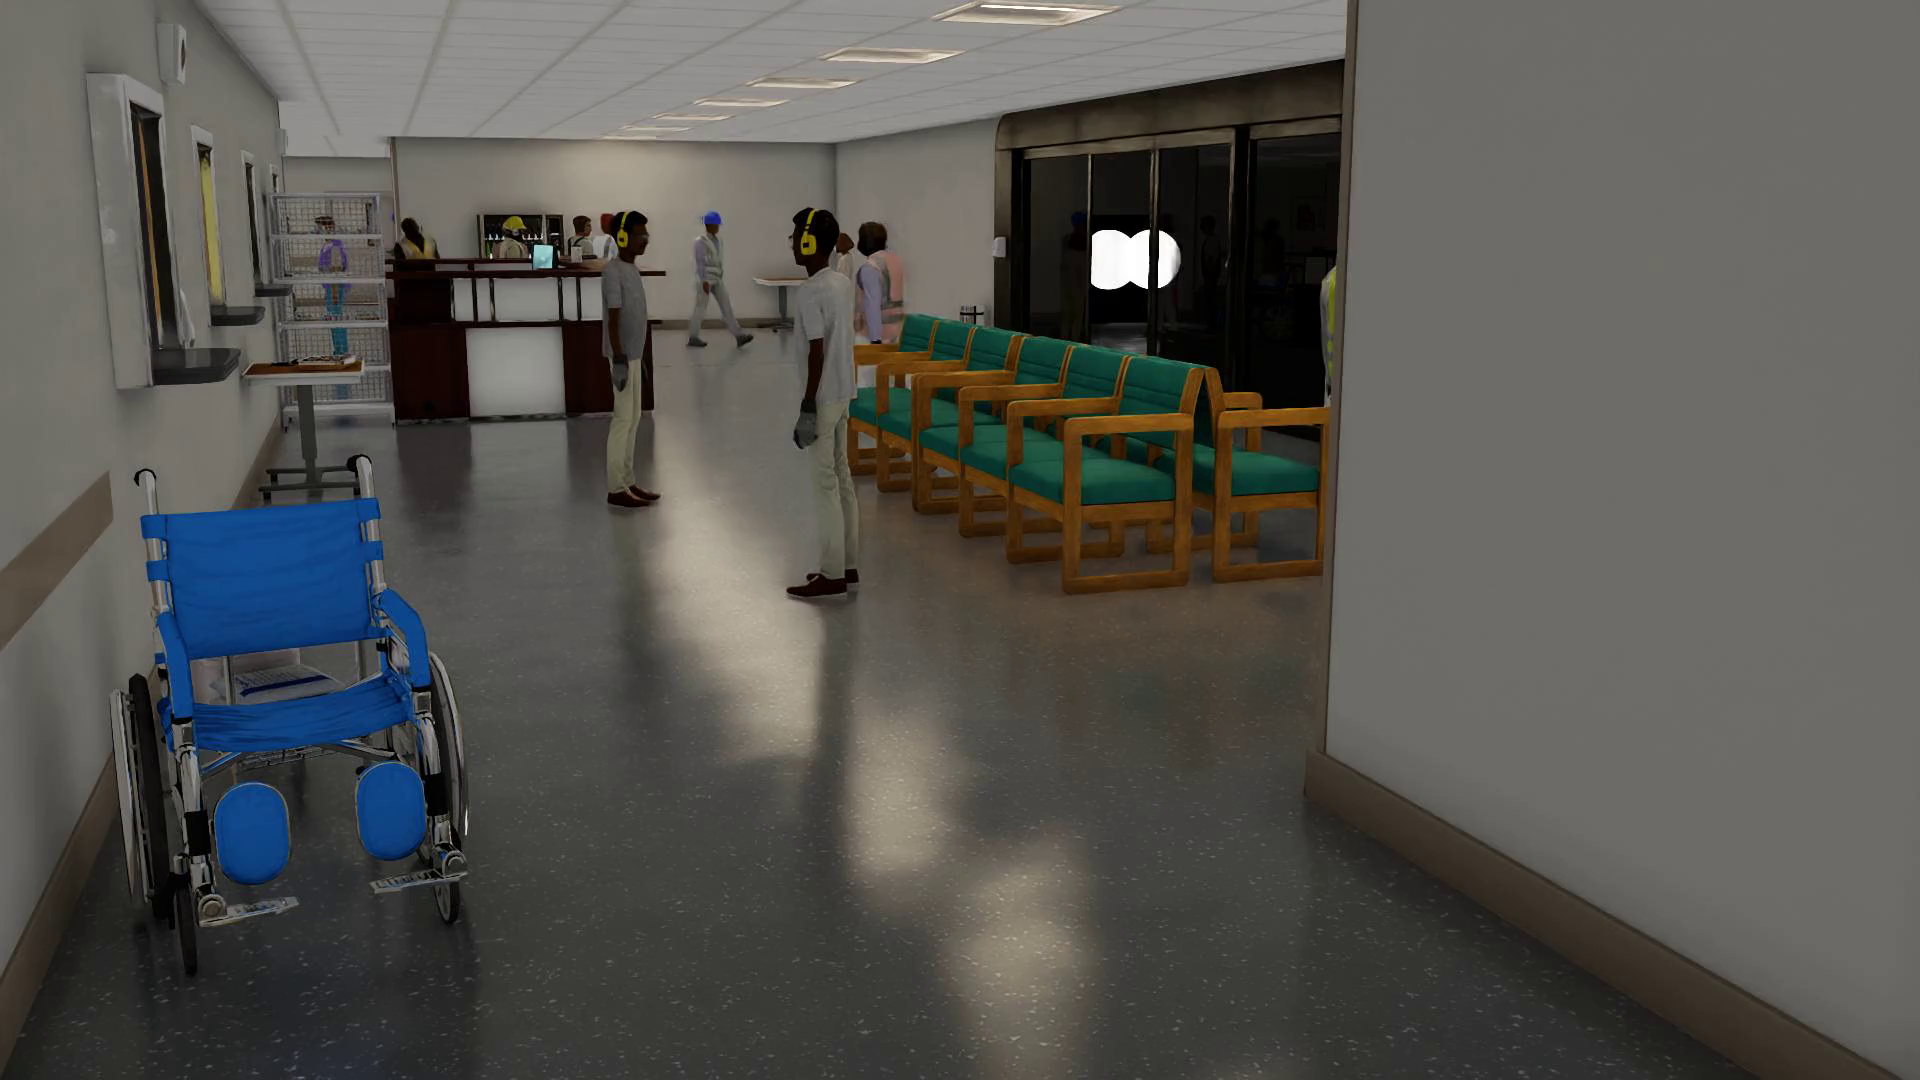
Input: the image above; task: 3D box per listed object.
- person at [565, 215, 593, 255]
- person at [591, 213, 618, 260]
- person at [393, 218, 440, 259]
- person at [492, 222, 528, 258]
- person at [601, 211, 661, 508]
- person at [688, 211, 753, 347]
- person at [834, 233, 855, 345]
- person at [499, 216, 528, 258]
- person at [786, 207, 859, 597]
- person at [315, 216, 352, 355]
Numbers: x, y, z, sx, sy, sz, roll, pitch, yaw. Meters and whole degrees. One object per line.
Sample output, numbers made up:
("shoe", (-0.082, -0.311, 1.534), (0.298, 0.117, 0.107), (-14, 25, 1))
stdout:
("person", (-4.948, -3.319, 21.782), (0.517, 1.840, 0.326), (9, 14, 38))
("person", (-4.715, -3.473, 22.508), (0.533, 1.874, 0.608), (-10, 15, -42))
("person", (-7.533, -3.570, 23.180), (0.444, 1.808, 0.681), (10, 15, 43))
("person", (-6.519, -3.750, 24.192), (0.524, 1.769, 0.314), (-2, 11, -10))
("person", (-2.106, -1.145, 10.575), (0.311, 1.864, 0.533), (1, 11, 5))
("person", (-3.416, -3.636, 23.291), (0.977, 1.883, 0.639), (6, 13, 29))
("person", (-1.464, -3.088, 21.172), (0.285, 1.627, 0.504), (0, 11, 0))
("person", (-5.875, -3.364, 22.052), (0.404, 1.829, 0.597), (-6, 13, -28))
("person", (-0.675, -0.652, 8.023), (0.335, 1.873, 0.521), (3, 12, 17))
("person", (-7.753, -3.078, 20.586), (0.419, 1.833, 0.562), (-6, 12, -26))
